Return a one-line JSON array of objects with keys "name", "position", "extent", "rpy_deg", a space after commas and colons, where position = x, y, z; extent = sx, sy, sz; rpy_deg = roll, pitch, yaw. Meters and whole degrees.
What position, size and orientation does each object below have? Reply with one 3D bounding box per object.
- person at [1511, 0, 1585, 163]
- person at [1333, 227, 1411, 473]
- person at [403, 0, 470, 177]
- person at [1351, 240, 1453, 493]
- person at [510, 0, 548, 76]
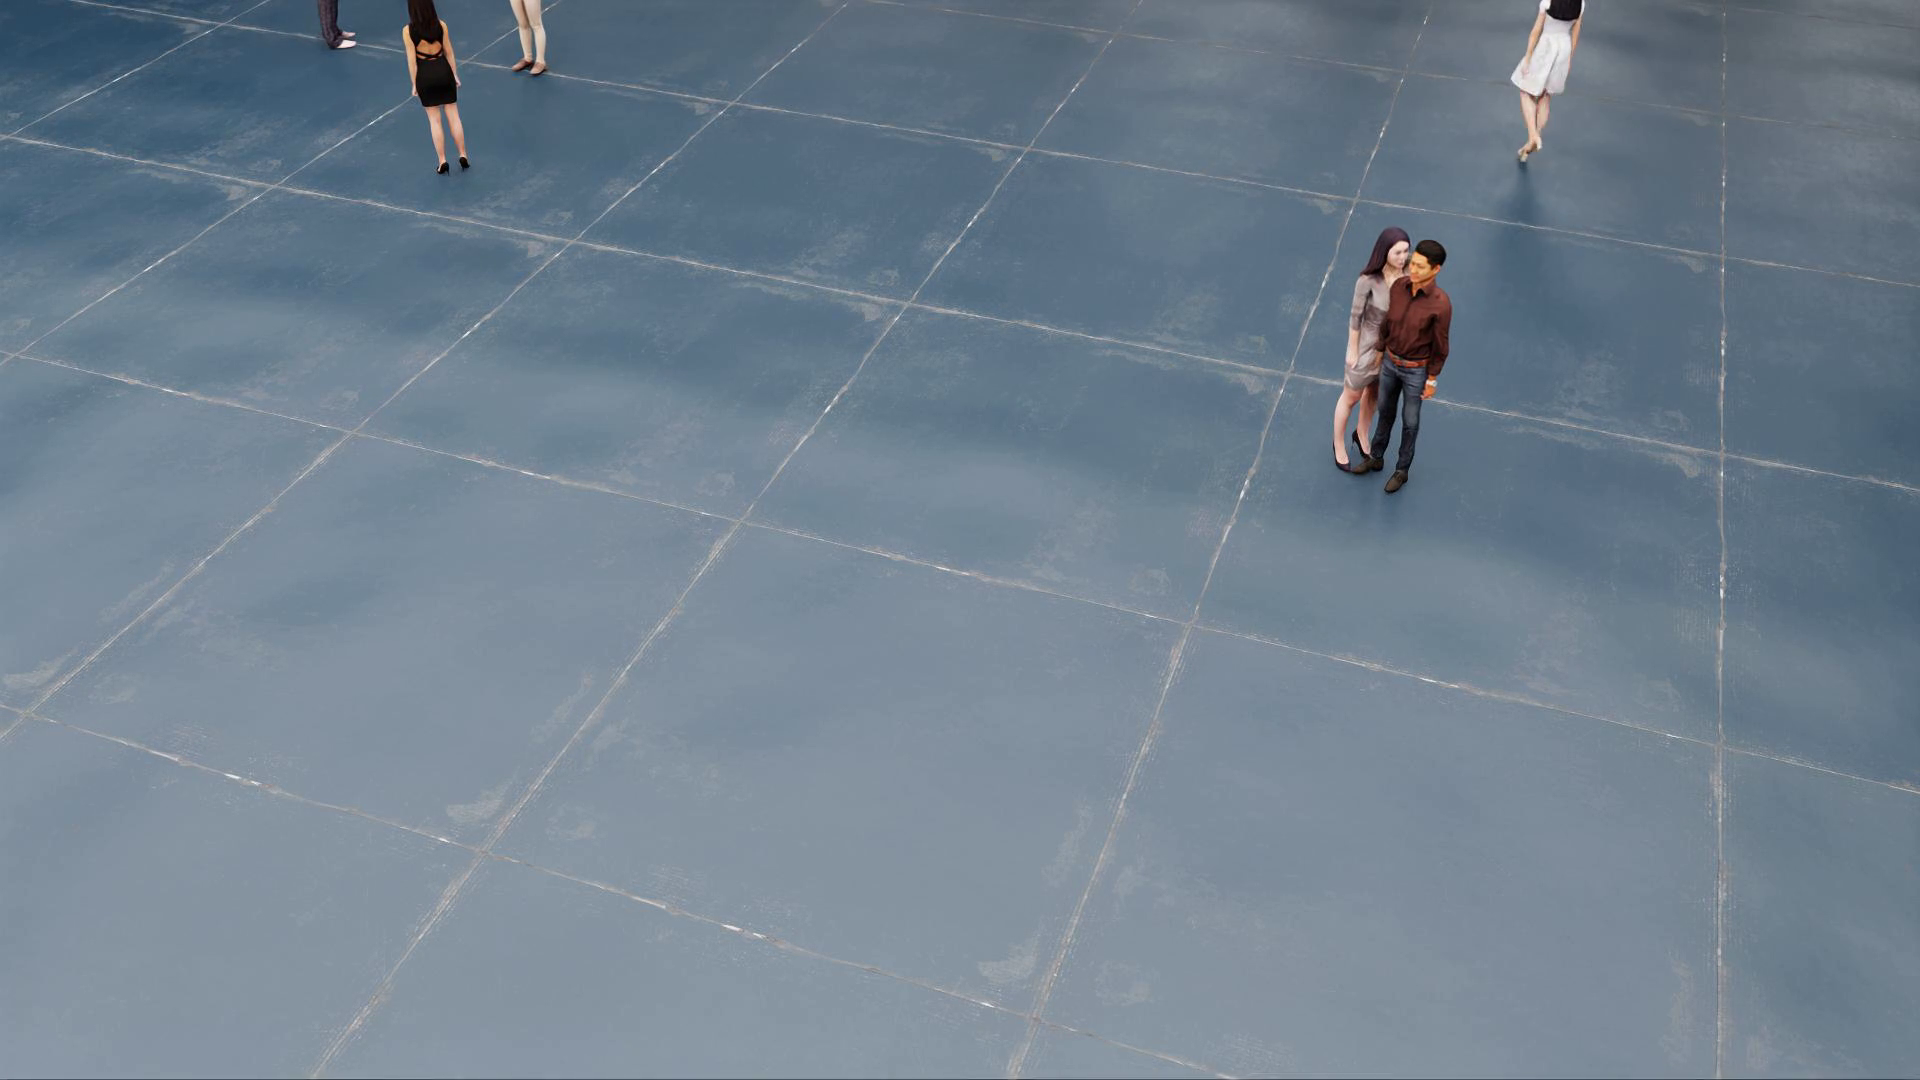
[{"name": "person", "position": [5.137, -4.100, 14.466], "extent": [0.759, 1.767, 0.839], "rpy_deg": [-1, 38, -1]}, {"name": "person", "position": [2.691, -1.252, 10.843], "extent": [0.655, 1.746, 0.726], "rpy_deg": [-18, 41, -21]}, {"name": "person", "position": [-4.533, -3.956, 14.378], "extent": [0.616, 1.649, 0.689], "rpy_deg": [-18, 42, -22]}, {"name": "person", "position": [2.871, -1.121, 10.646], "extent": [0.702, 1.781, 0.713], "rpy_deg": [-27, 46, -30]}, {"name": "person", "position": [-4.256, -5.416, 16.241], "extent": [0.617, 1.652, 0.566], "rpy_deg": [13, 40, 16]}]
